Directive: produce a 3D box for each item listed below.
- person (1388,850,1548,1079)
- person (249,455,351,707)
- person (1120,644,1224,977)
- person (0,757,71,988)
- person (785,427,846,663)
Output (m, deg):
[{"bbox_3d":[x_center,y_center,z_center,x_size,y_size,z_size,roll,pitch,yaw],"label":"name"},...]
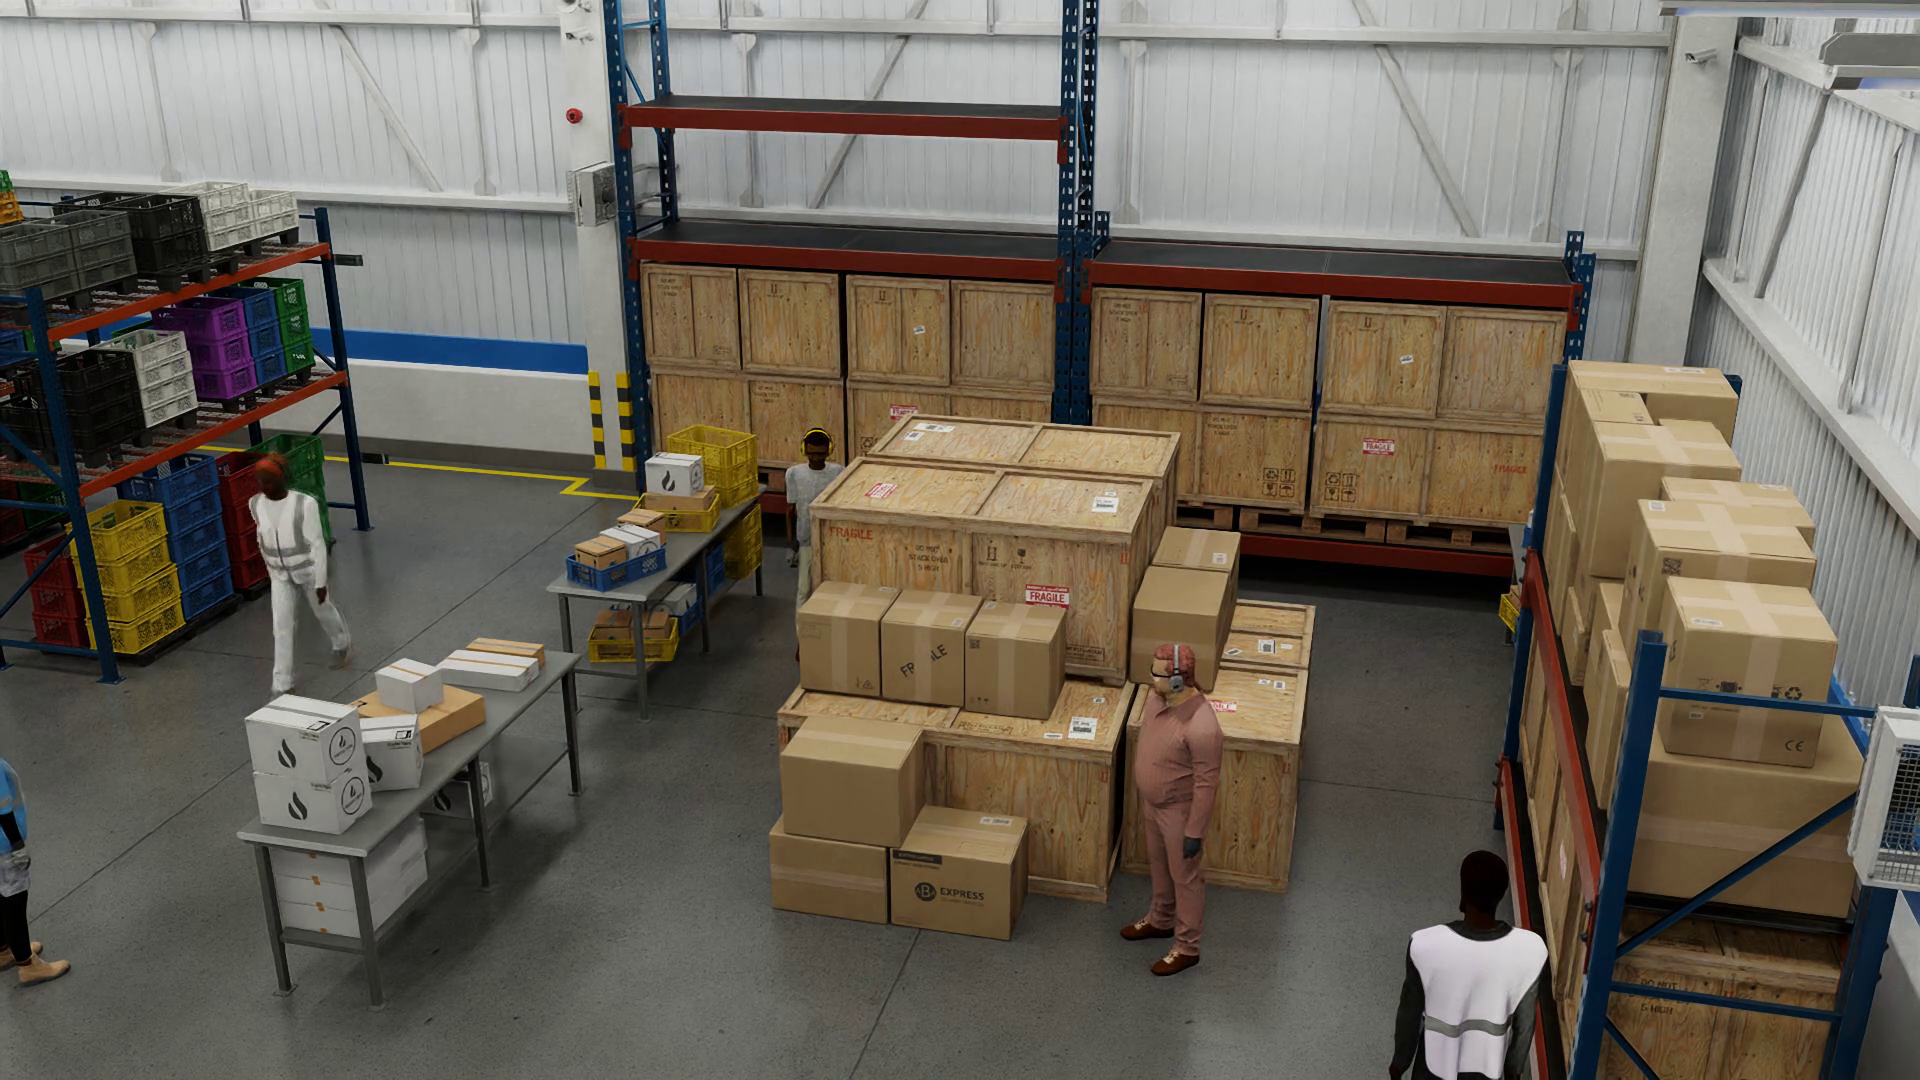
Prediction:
[{"bbox_3d":[2.118,2.184,7.022,0.583,1.911,0.394,-1,21,-3],"label":"person"},{"bbox_3d":[-4.889,0.238,12.237,0.594,1.825,1.041,2,21,6],"label":"person"},{"bbox_3d":[1.134,1.438,8.977,0.399,1.905,0.642,-7,22,-17],"label":"person"},{"bbox_3d":[-5.132,1.585,8.876,0.541,1.696,0.316,16,26,35],"label":"person"},{"bbox_3d":[-1.075,0.036,12.706,0.517,1.861,0.328,-5,21,-13],"label":"person"}]
